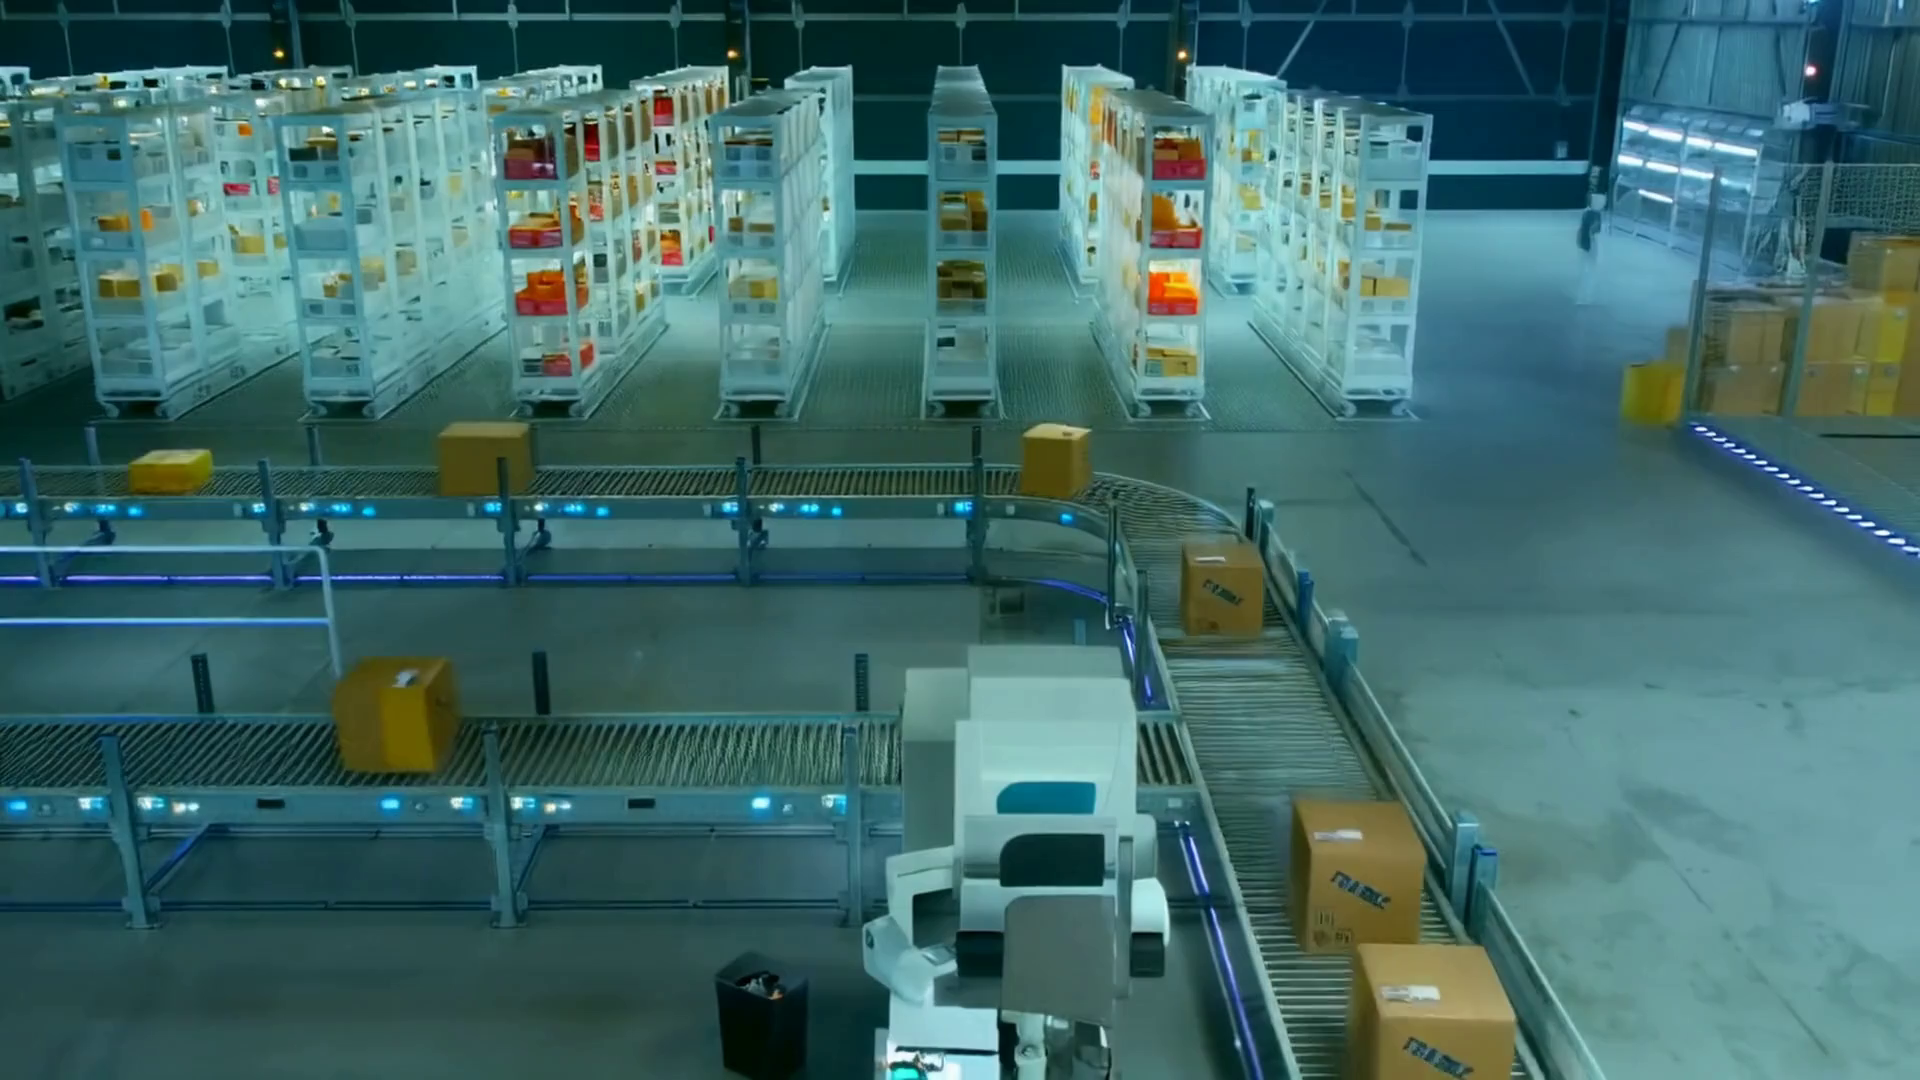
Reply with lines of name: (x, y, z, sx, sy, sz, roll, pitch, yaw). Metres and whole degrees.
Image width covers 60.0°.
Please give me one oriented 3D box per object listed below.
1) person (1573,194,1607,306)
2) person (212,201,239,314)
person: (10.407, -4.770, 27.369, 0.498, 1.828, 0.563, -2, 18, -7)
person: (-11.743, -4.555, 26.702, 0.404, 1.833, 0.590, -14, 22, -36)
